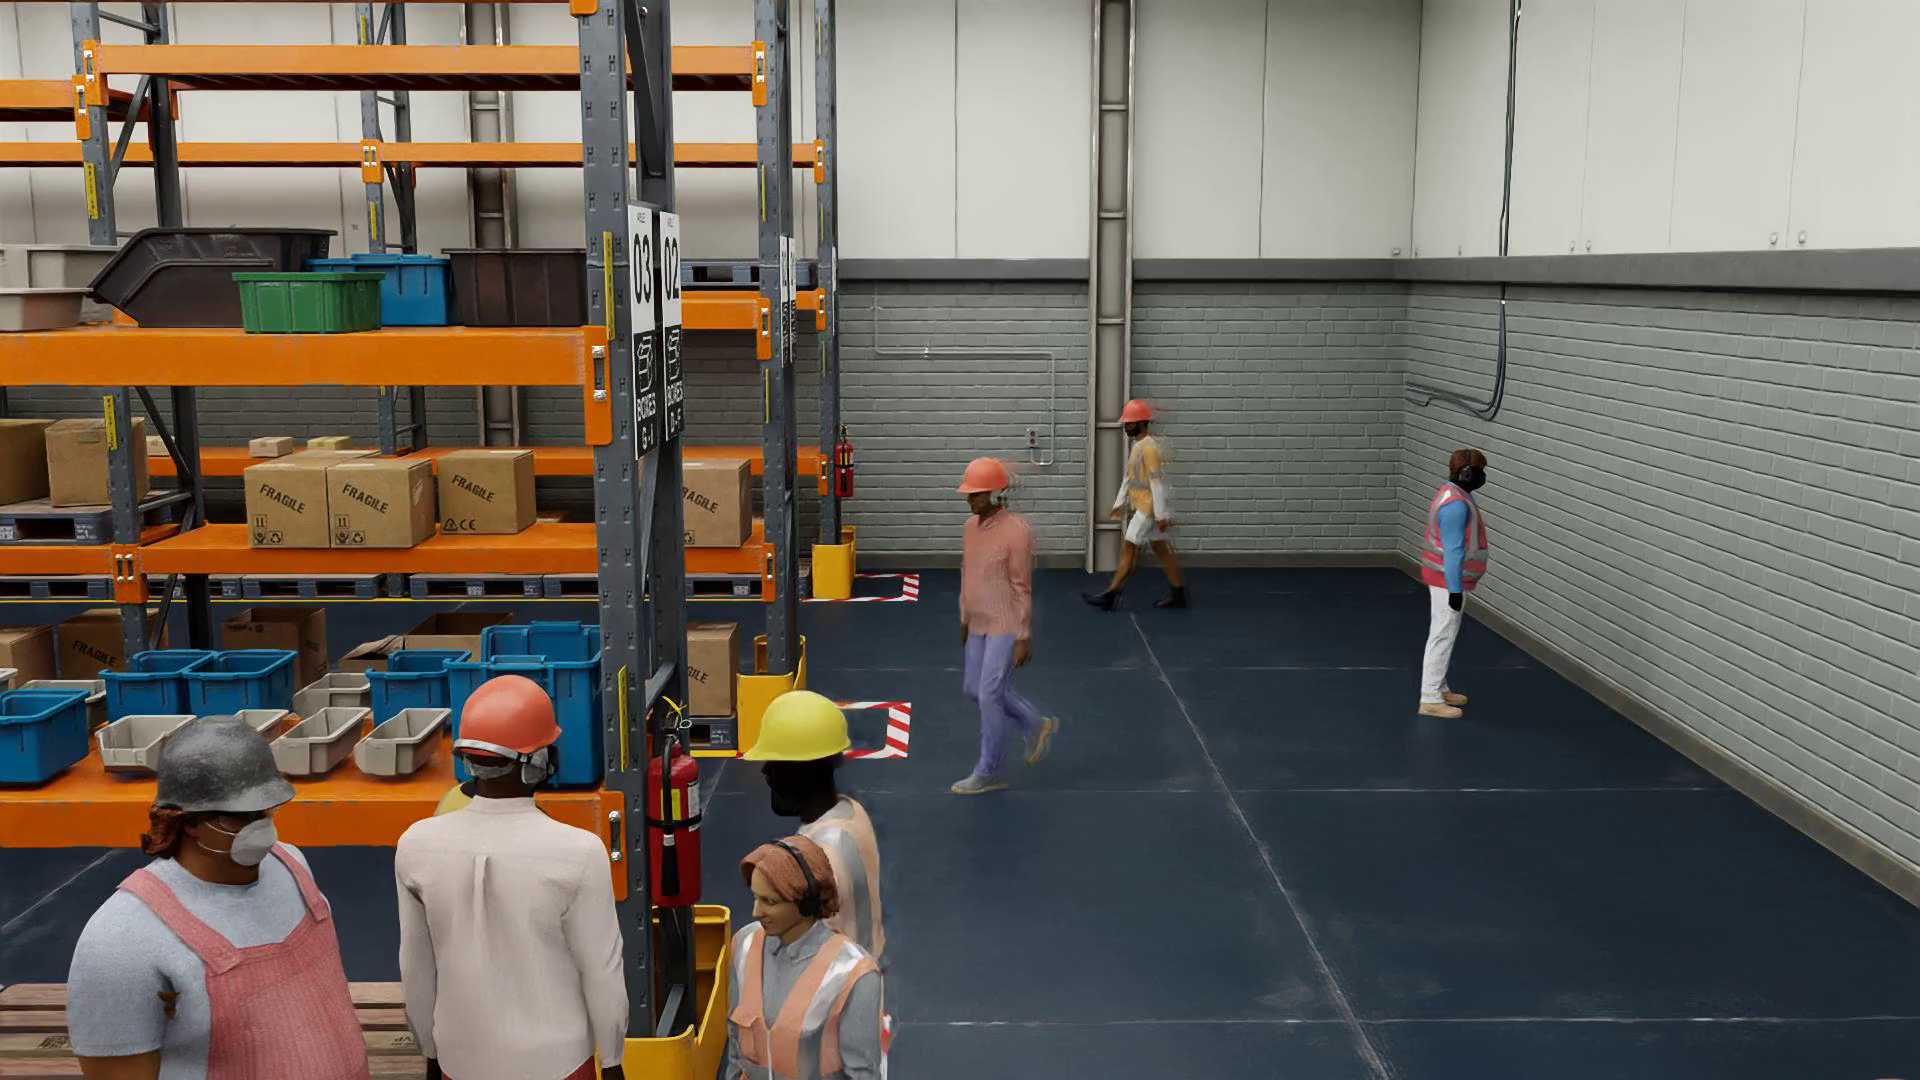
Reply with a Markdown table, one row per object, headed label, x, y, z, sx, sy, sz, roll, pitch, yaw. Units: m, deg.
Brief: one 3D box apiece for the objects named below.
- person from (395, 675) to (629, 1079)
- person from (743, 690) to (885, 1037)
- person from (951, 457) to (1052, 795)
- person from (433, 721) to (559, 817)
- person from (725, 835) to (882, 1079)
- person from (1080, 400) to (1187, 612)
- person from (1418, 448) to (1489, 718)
| label | x | y | z | sx | sy | sz | roll | pitch | yaw |
| --- | --- | --- | --- | --- | --- | --- | --- | --- | --- |
| person | -1.155 | 1.335 | 4.377 | 0.609 | 1.995 | 0.376 | 2 | 9 | 10 |
| person | -0.343 | 1.347 | 4.659 | 0.950 | 1.887 | 0.604 | -1 | 9 | -4 |
| person | 0.263 | 0.483 | 9.679 | 0.665 | 1.968 | 0.624 | -6 | 11 | -32 |
| person | -1.244 | 1.349 | 4.767 | 0.429 | 1.844 | 0.627 | -8 | 12 | -41 |
| person | -0.393 | 1.538 | 4.254 | 0.523 | 1.631 | 0.315 | 7 | 12 | 38 |
| person | 1.589 | -0.297 | 14.741 | 0.983 | 1.882 | 0.555 | 0 | 9 | -1 |
| person | 3.377 | 0.286 | 11.355 | 0.431 | 1.833 | 0.642 | 3 | 10 | 20 |
